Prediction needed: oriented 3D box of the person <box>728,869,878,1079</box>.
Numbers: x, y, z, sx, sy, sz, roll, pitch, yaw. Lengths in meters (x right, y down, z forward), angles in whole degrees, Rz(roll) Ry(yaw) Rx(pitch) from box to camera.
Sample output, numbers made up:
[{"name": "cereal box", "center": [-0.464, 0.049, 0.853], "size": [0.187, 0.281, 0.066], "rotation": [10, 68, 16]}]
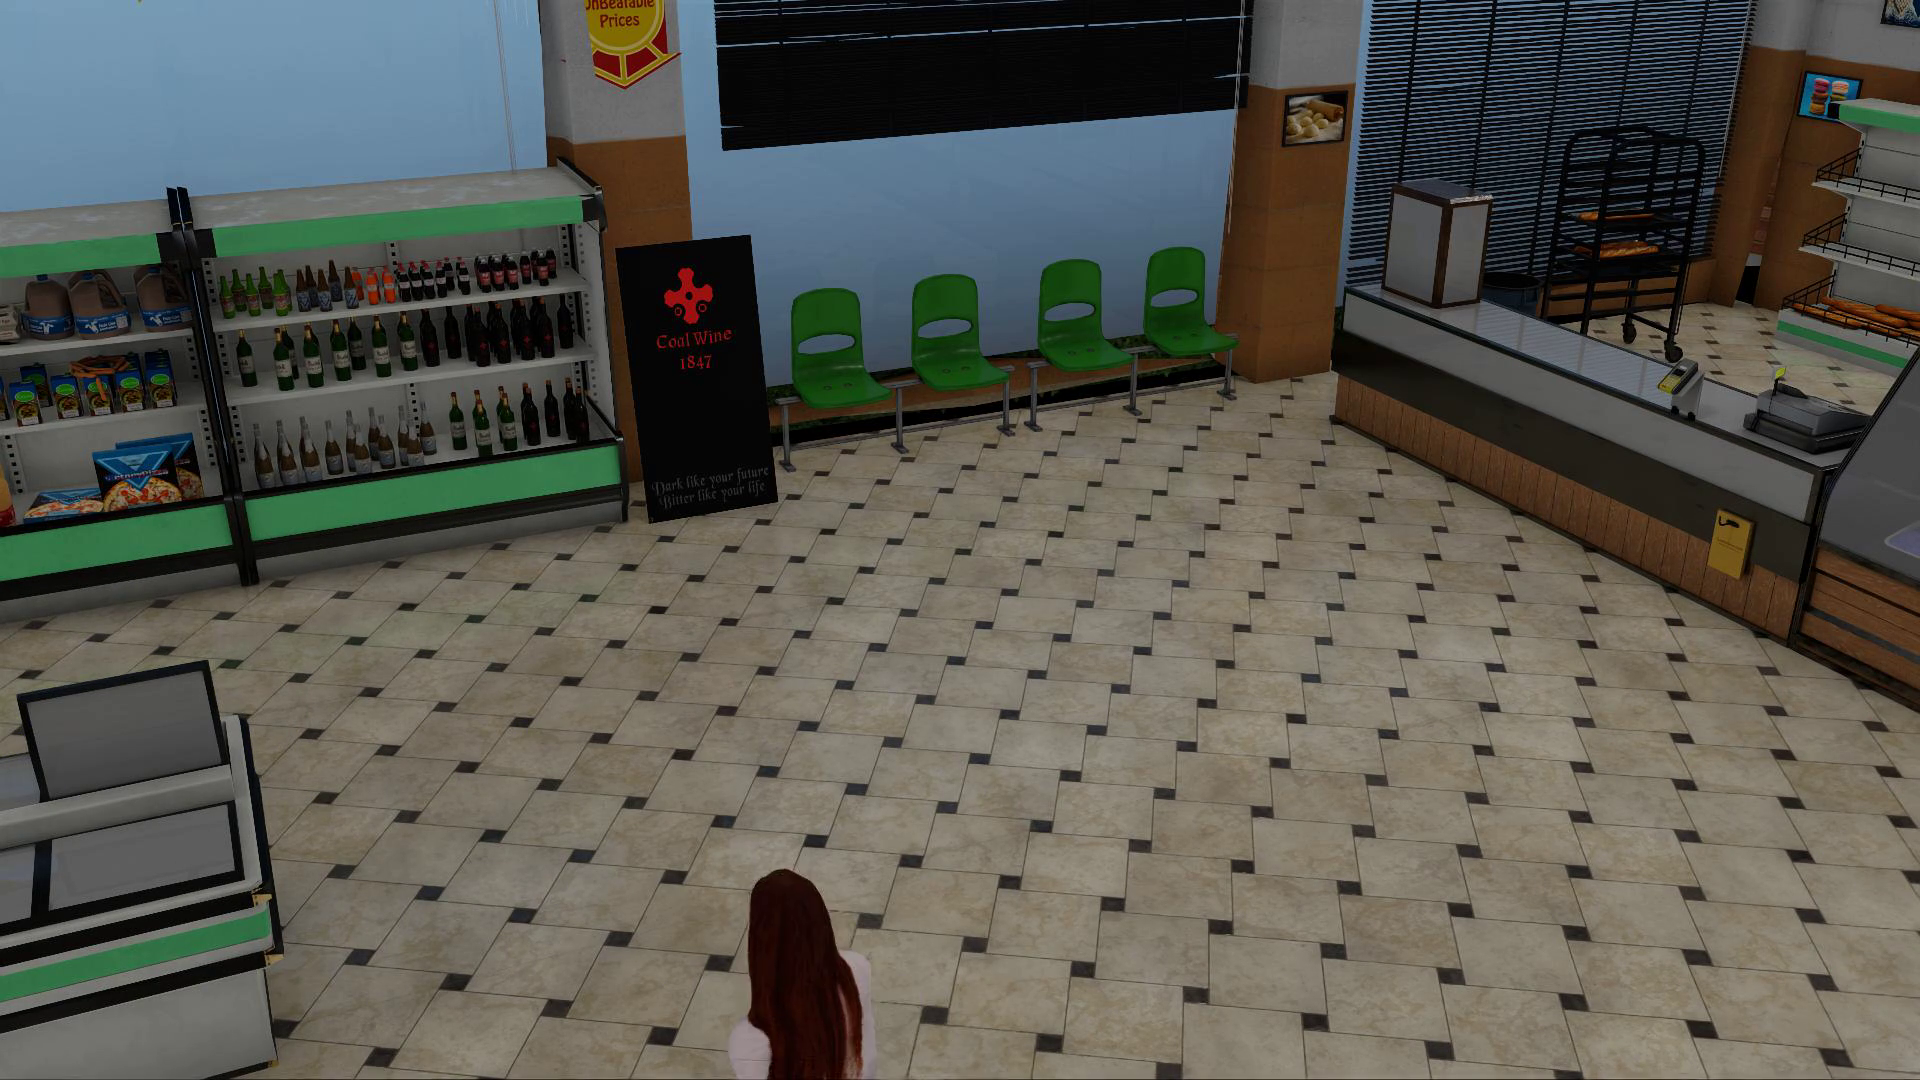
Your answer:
[{"name": "person", "center": [-0.326, 1.634, 4.229], "size": [1.104, 1.732, 0.866], "rotation": [-19, 30, -37]}]
